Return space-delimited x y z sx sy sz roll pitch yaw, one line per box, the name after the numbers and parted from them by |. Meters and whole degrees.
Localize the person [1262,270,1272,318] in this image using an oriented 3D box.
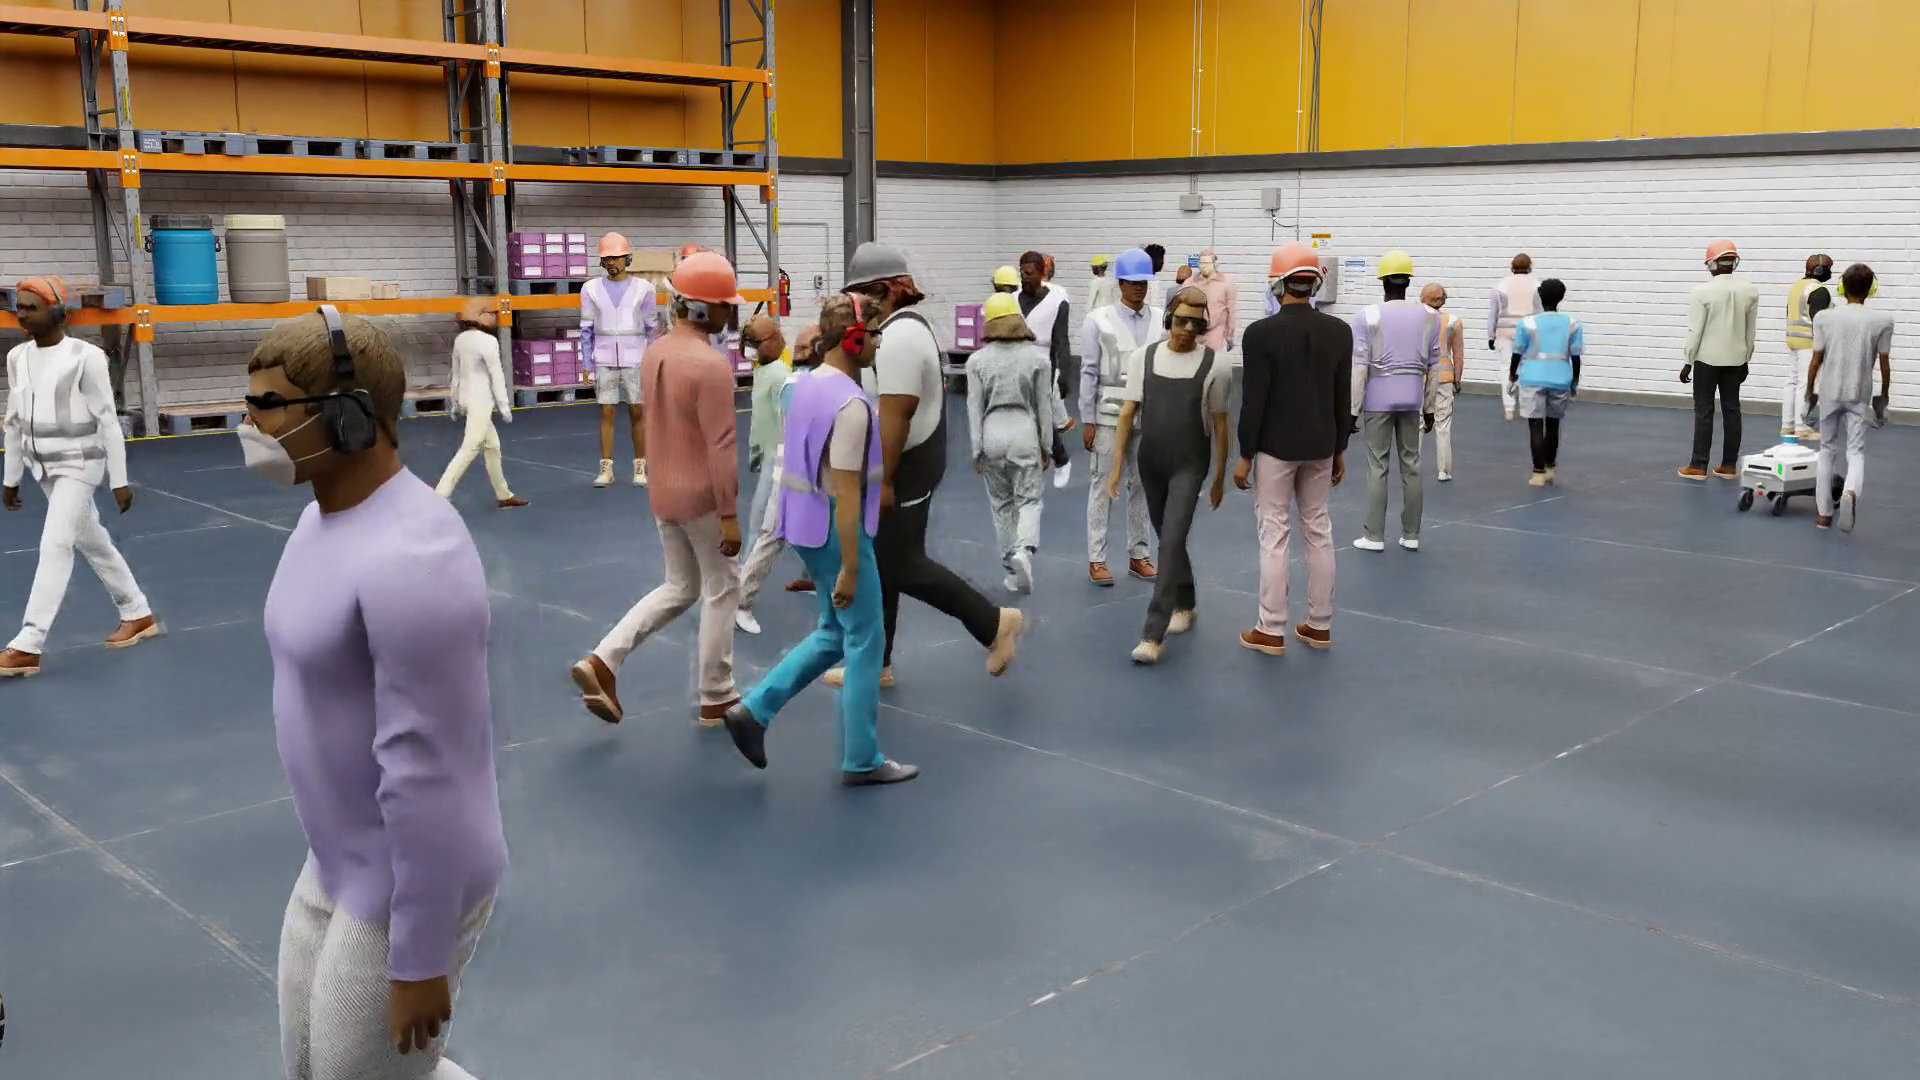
3.273 -1.903 16.787 0.849 1.737 0.534 -8 13 -36 | person

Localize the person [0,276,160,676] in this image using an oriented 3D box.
-4.247 -0.317 7.845 0.600 1.831 1.007 5 11 24 | person

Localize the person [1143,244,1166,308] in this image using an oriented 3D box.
2.290 -2.569 19.894 0.976 1.908 0.617 6 12 31 | person

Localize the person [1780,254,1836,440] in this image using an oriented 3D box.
8.461 -1.920 16.563 0.429 1.839 0.633 1 10 3 | person

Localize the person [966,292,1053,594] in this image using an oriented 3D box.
0.270 -0.517 9.274 0.489 1.711 0.643 1 10 5 | person

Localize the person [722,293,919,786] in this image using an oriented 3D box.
-0.499 0.020 6.026 0.610 1.822 0.572 -5 11 -24 | person

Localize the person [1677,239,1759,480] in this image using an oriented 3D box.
6.273 -1.485 13.794 0.611 1.985 0.393 -2 11 -9 | person

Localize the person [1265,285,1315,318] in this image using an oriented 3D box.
3.147 -1.825 15.765 0.350 1.942 0.547 -10 14 -44 | person

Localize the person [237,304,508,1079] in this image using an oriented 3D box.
-0.908 0.570 2.781 0.598 1.922 0.630 -7 12 -32 | person

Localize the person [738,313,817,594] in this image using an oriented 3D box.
-1.097 -0.441 9.157 0.723 1.597 0.573 -3 11 -15 | person

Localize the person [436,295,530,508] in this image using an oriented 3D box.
-3.538 -0.972 12.071 0.824 1.595 0.518 -10 14 -42 | person

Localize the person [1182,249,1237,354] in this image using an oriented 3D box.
2.793 -2.352 18.847 0.653 1.871 0.929 5 12 25 | person

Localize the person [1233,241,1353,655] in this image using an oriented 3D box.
1.606 -0.443 8.084 0.623 1.992 0.396 -4 11 -21 | person

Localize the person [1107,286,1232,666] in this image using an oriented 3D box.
1.055 -0.342 8.122 0.519 1.789 0.995 6 12 28 | person

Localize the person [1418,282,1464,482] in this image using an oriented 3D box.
3.868 -1.291 13.679 0.514 1.639 0.310 3 11 14 | person

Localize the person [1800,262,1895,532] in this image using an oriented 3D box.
6.007 -0.953 11.293 0.524 1.853 0.698 5 12 27 | person

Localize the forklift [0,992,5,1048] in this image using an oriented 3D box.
-3.245 0.323 3.363 2.313 2.155 1.214 2 11 13 | forklift

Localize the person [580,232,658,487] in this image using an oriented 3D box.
-2.730 -1.431 13.340 0.616 2.041 0.379 -1 10 -4 | person

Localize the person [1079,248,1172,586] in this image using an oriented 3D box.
0.983 -0.707 9.651 0.609 1.946 0.405 -4 11 -20 | person

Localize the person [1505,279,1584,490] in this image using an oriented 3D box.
4.694 -1.263 13.427 0.550 1.666 0.705 0 10 2 | person

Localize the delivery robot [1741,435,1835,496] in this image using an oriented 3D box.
6.091 -0.529 12.229 0.707 0.478 0.477 -6 12 -30 | delivery robot

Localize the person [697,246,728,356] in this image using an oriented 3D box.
-2.990 -2.500 19.578 0.673 1.887 0.580 8 13 36 | person

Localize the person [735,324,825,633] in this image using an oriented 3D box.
-0.806 -0.294 8.382 0.879 1.581 0.529 5 11 25 | person

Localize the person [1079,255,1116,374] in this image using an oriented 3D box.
1.901 -3.148 23.503 0.799 1.733 0.555 8 13 38 | person

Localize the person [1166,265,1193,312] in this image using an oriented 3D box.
2.965 -2.807 21.984 0.512 1.628 0.305 5 12 26 | person

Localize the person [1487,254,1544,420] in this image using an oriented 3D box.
6.210 -2.265 18.519 0.660 1.806 0.874 3 11 18 | person

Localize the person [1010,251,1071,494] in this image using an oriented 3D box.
0.595 -1.298 13.011 0.605 1.905 0.457 9 14 41 | person

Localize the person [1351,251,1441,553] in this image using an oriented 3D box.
2.762 -0.880 10.657 0.594 1.922 0.385 -2 11 -9 | person

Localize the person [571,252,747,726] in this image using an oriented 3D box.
-1.135 -0.164 6.659 0.733 1.959 0.626 -8 13 -38 | person

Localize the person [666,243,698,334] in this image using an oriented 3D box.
-3.229 -2.585 19.966 0.553 1.917 0.412 5 12 27 | person

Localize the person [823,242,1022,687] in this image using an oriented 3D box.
-0.178 -0.330 7.345 0.833 2.000 0.719 0 10 -3 | person

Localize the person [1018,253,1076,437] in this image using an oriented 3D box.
0.838 -1.884 16.370 0.606 1.832 0.951 6 12 28 | person

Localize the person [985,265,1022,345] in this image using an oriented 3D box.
0.391 -1.491 14.437 0.325 1.768 0.540 4 11 22 | person
